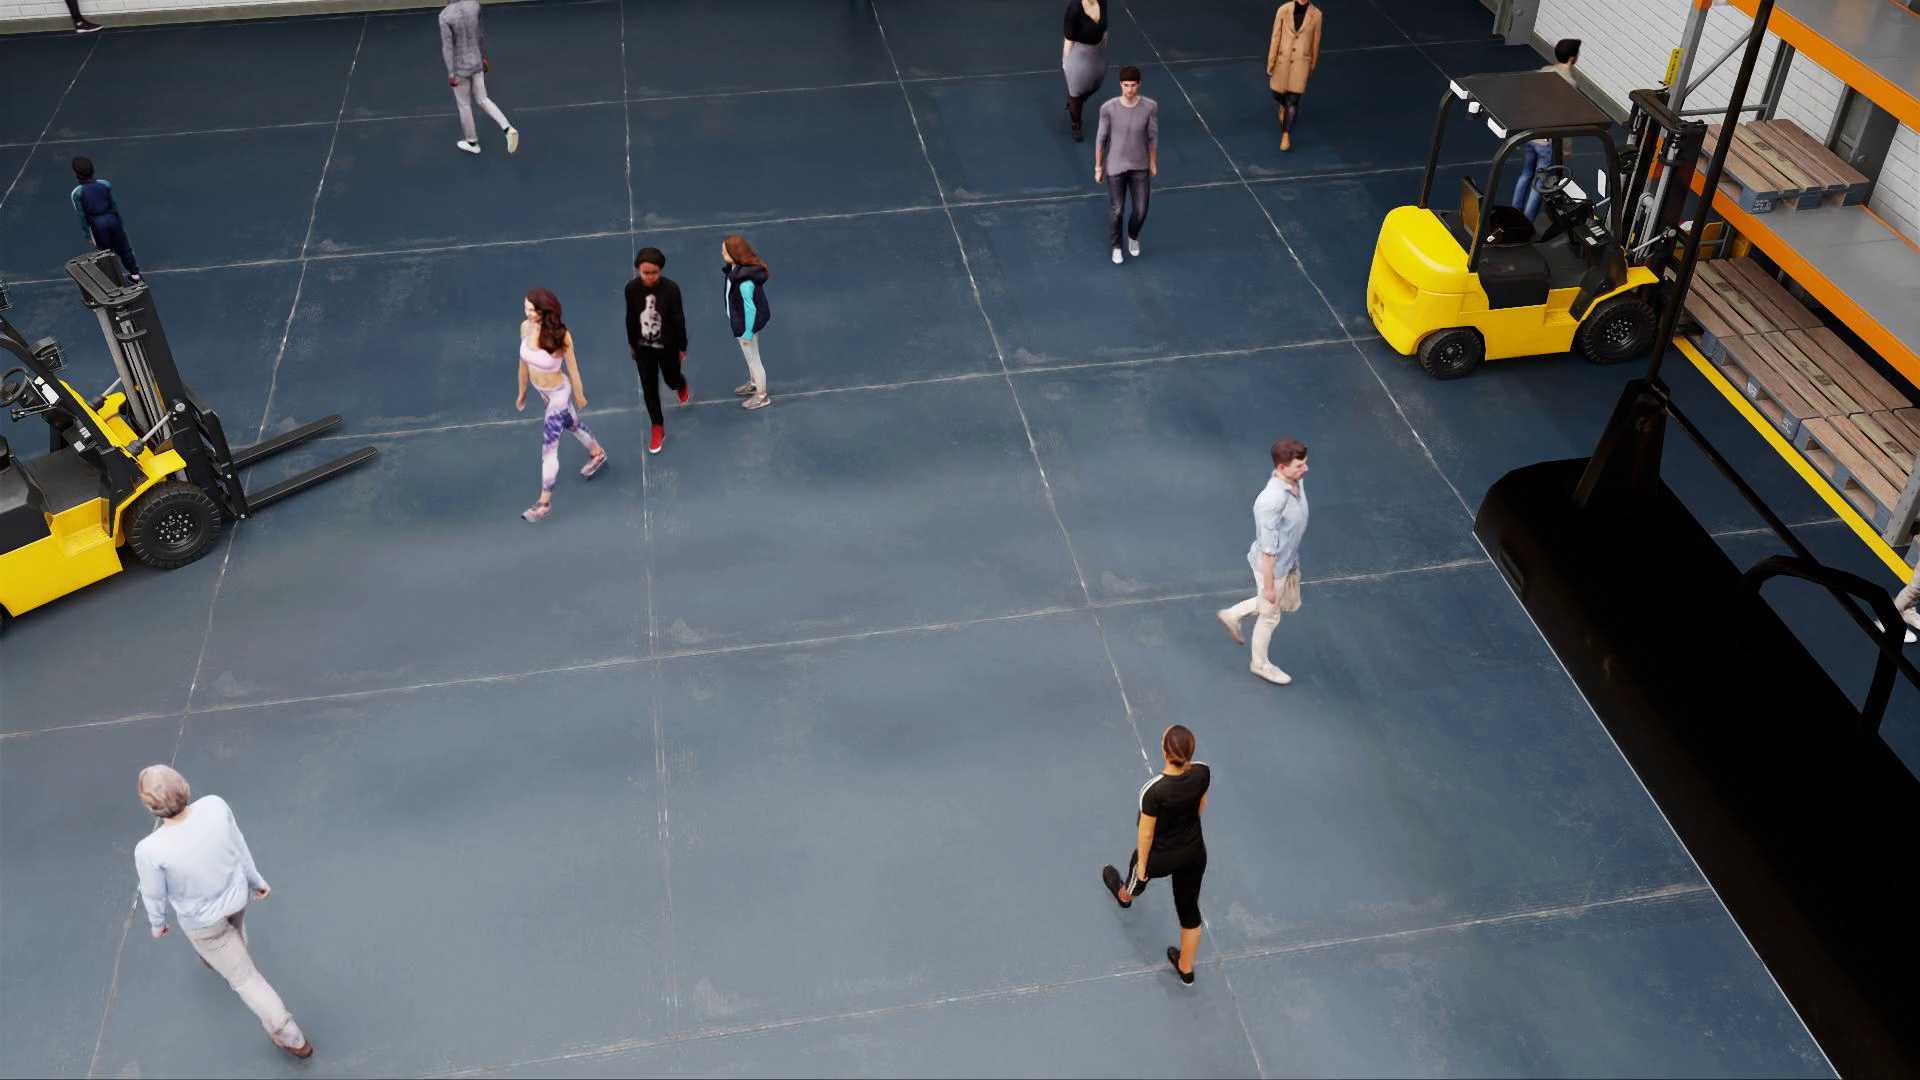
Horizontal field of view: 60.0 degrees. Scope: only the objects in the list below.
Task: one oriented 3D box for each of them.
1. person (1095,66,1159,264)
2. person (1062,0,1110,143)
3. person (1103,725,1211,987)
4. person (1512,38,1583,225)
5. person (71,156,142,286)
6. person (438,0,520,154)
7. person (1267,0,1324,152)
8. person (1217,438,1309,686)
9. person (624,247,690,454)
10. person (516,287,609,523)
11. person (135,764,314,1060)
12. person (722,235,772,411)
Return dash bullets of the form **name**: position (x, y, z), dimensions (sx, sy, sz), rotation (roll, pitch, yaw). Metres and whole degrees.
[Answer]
- **person**: position (1.481, -3.363, 14.766), dimensions (0.769, 1.840, 0.719), rotation (0, 39, 0)
- **person**: position (1.221, -4.859, 16.724), dimensions (0.858, 1.733, 0.968), rotation (-26, 45, -29)
- **person**: position (1.134, 1.672, 8.628), dimensions (0.737, 1.631, 1.100), rotation (-15, 41, -17)
- **person**: position (5.313, -3.663, 15.122), dimensions (0.785, 1.864, 0.565), rotation (-11, 40, -13)
- **person**: position (-7.449, -2.743, 14.457), dimensions (0.614, 1.255, 0.570), rotation (30, 47, 32)
- **person**: position (-4.791, -4.638, 16.379), dimensions (1.106, 1.818, 1.071), rotation (20, 43, 23)
- **person**: position (3.353, -4.852, 16.739), dimensions (0.936, 1.703, 1.107), rotation (11, 40, 14)
- **person**: position (1.895, 0.117, 10.412), dimensions (0.968, 1.834, 0.915), rotation (21, 43, 25)
- **person**: position (-2.276, -1.518, 12.604), dimensions (0.742, 1.654, 1.029), rotation (2, 39, 3)
- **person**: position (-2.866, -1.064, 11.986), dimensions (1.112, 1.714, 1.207), rotation (22, 44, 25)
- **person**: position (-3.617, 1.870, 8.208), dimensions (1.273, 1.845, 1.223), rotation (23, 44, 26)
- **person**: position (-1.664, -1.715, 12.974), dimensions (0.659, 1.500, 0.543), rotation (-12, 40, -14)
